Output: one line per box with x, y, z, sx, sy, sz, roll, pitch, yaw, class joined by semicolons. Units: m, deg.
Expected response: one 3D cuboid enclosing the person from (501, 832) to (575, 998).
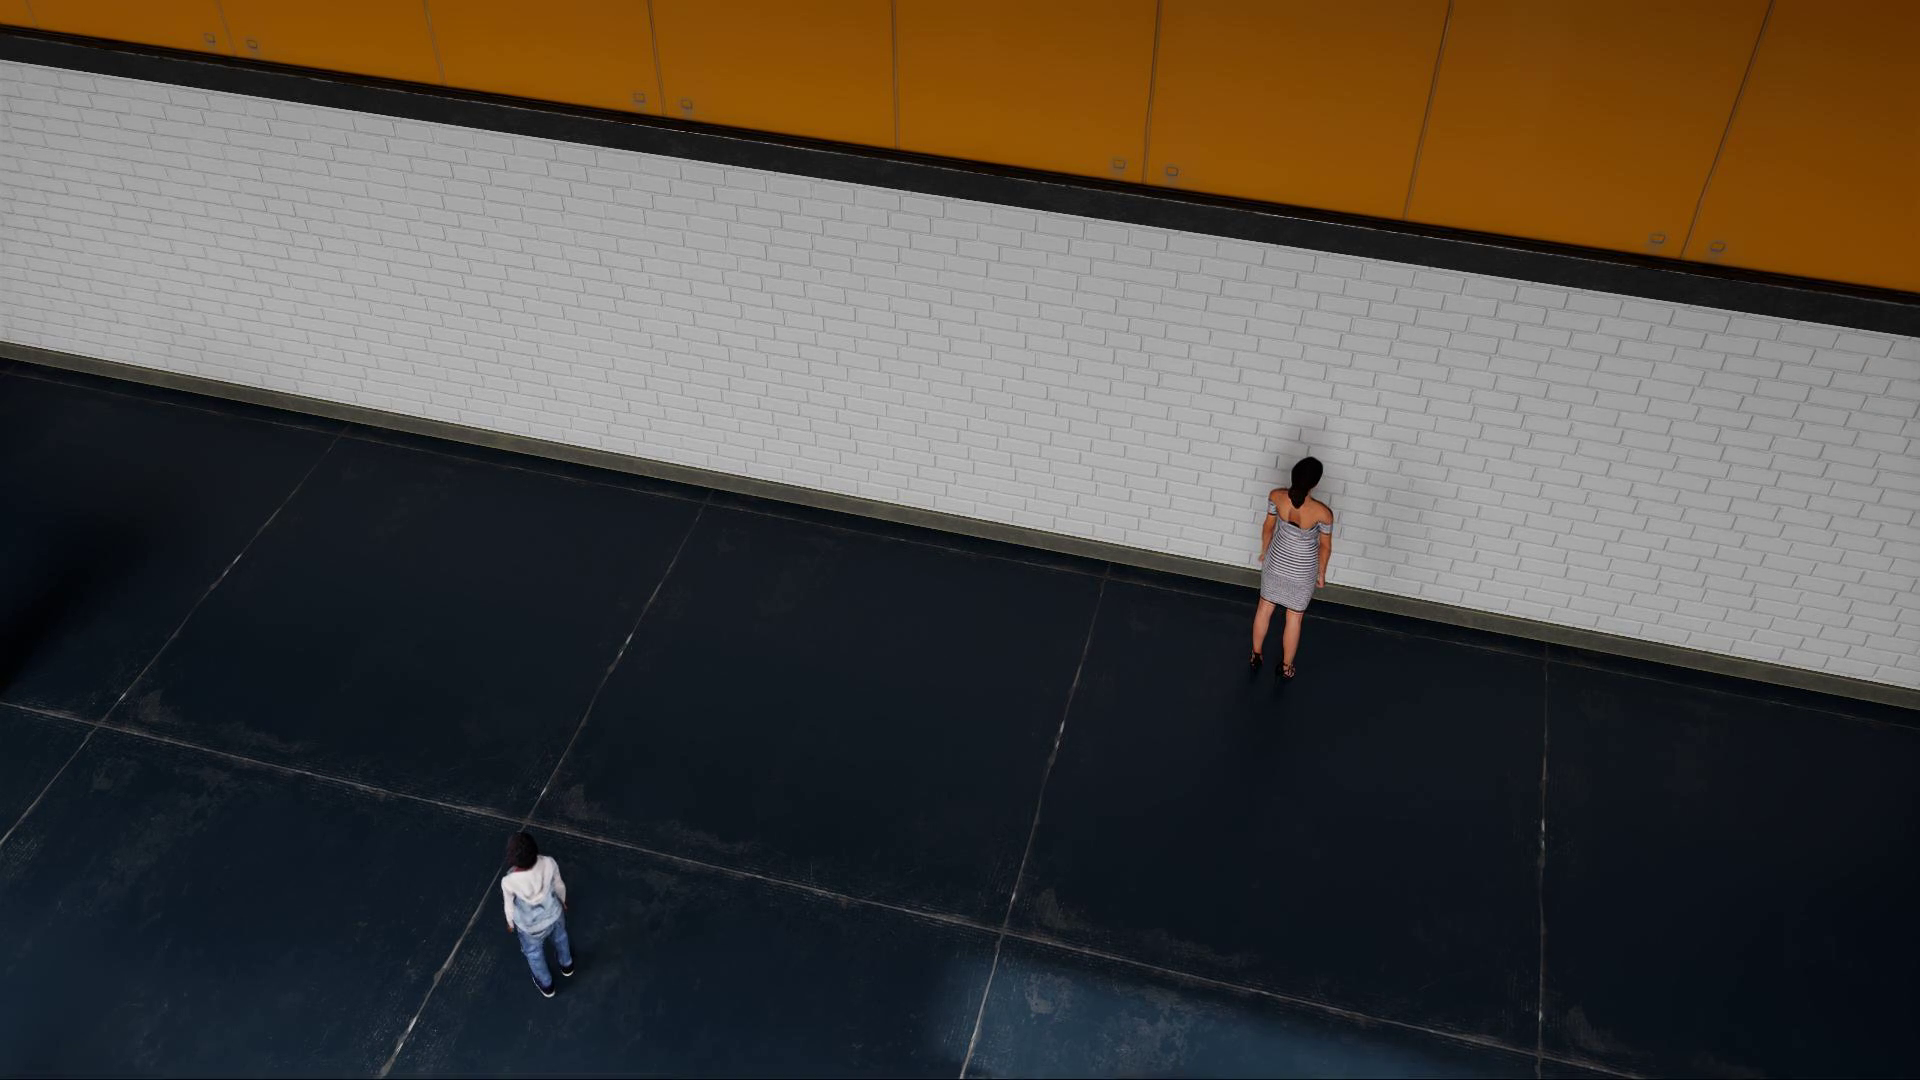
-2.275;2.016;8.926;0.586;1.257;0.654;-28;50;-26;person

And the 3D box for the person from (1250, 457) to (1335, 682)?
2.061;0.191;10.432;0.666;1.822;0.628;23;48;22;person
